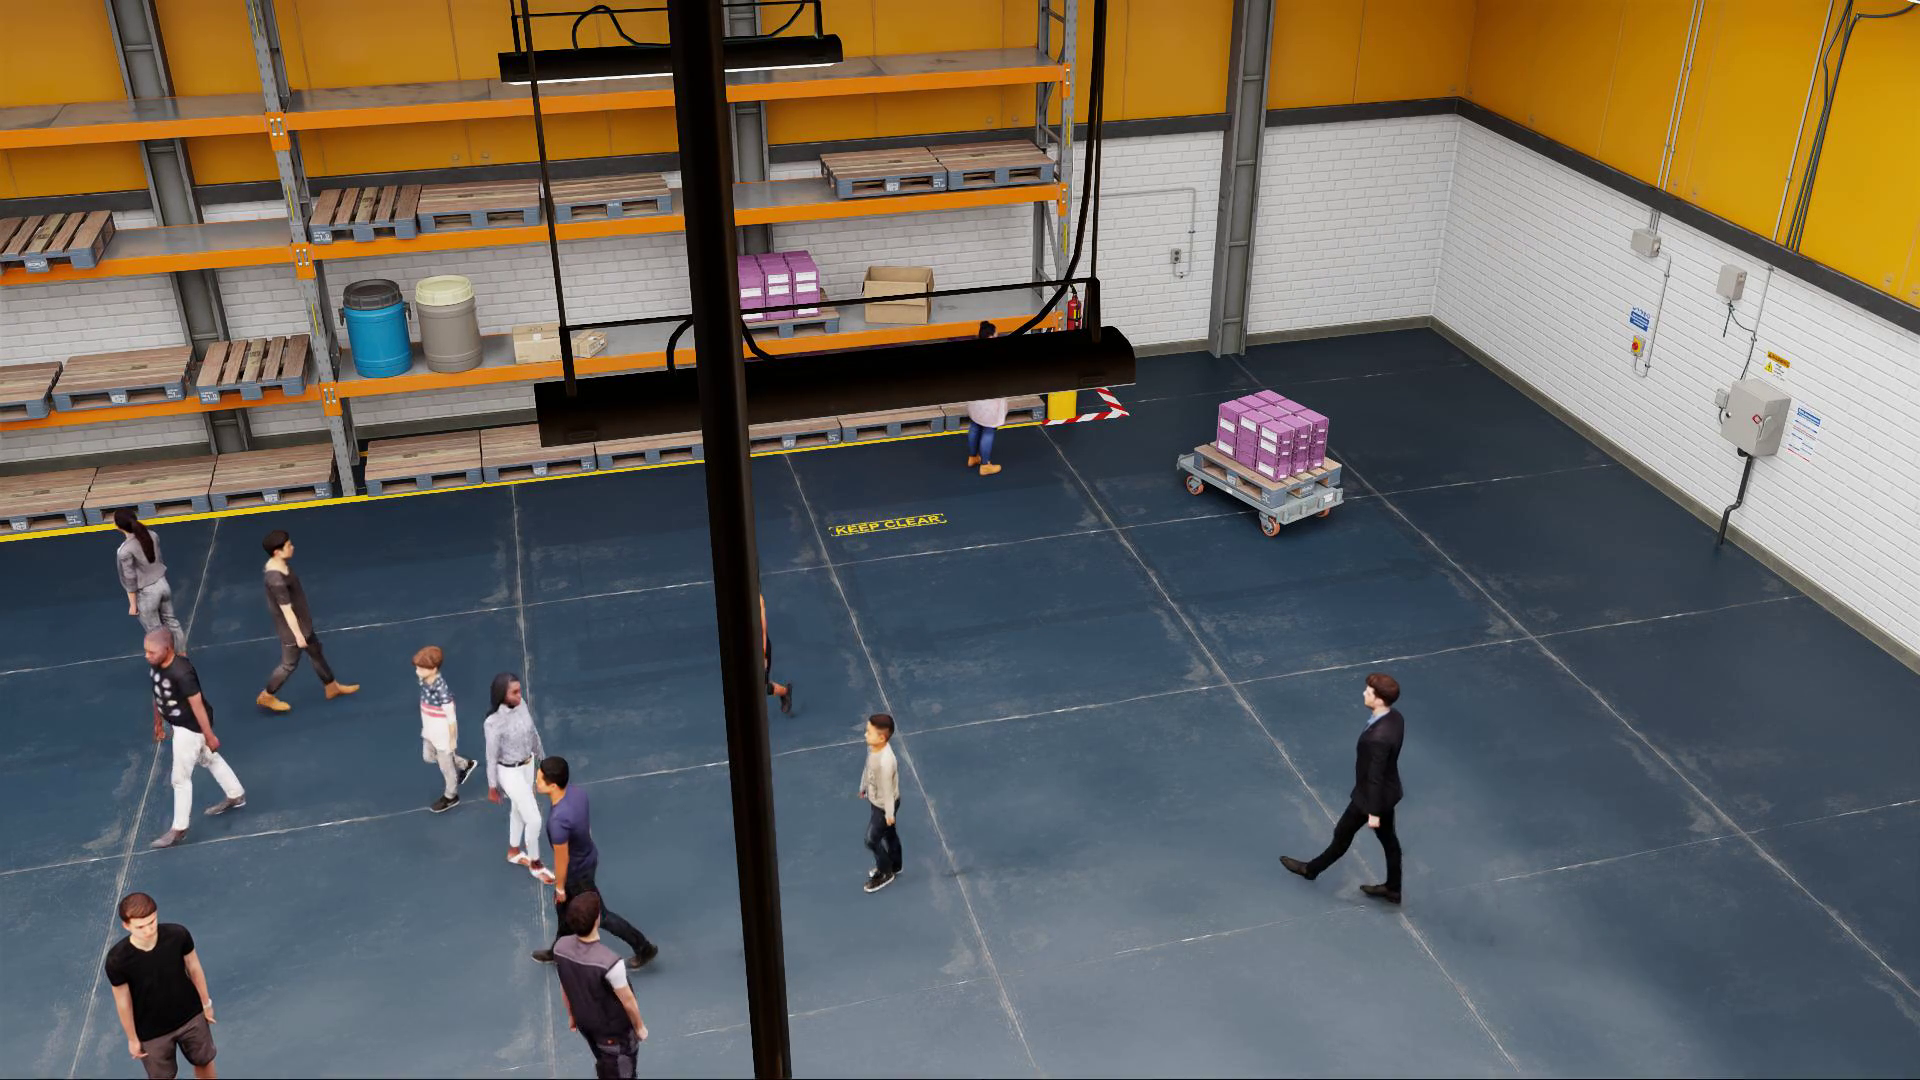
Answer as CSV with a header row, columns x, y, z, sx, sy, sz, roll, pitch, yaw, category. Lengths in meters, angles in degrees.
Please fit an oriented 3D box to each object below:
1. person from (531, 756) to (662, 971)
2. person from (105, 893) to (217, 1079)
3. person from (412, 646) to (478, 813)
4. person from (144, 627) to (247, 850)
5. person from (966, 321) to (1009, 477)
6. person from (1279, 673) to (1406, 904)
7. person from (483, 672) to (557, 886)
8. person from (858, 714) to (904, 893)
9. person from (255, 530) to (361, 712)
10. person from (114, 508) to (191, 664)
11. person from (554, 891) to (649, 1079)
x,y,z,sx,sy,sz,roll,pitch,yaw,category
-2.465,2.199,11.125,1.205,1.756,0.841,-2,29,-3,person
-4.709,2.821,9.876,0.672,1.860,0.797,-22,36,-35,person
-3.985,1.420,12.889,0.711,1.434,0.807,25,37,38,person
-5.738,1.390,12.596,1.046,1.769,1.187,25,37,37,person
0.257,-1.557,18.026,0.746,1.743,0.758,-19,34,-31,person
3.017,1.809,11.745,1.249,1.848,1.167,14,31,23,person
-3.304,1.686,12.116,0.916,1.707,0.843,12,31,20,person
-0.486,1.875,12.035,0.554,1.453,0.579,-9,30,-16,person
-5.678,0.706,13.936,1.062,1.685,0.657,-9,30,-16,person
-6.991,0.476,14.366,0.726,1.677,0.709,7,29,12,person
-2.141,2.885,9.787,1.037,1.833,1.105,15,32,26,person
